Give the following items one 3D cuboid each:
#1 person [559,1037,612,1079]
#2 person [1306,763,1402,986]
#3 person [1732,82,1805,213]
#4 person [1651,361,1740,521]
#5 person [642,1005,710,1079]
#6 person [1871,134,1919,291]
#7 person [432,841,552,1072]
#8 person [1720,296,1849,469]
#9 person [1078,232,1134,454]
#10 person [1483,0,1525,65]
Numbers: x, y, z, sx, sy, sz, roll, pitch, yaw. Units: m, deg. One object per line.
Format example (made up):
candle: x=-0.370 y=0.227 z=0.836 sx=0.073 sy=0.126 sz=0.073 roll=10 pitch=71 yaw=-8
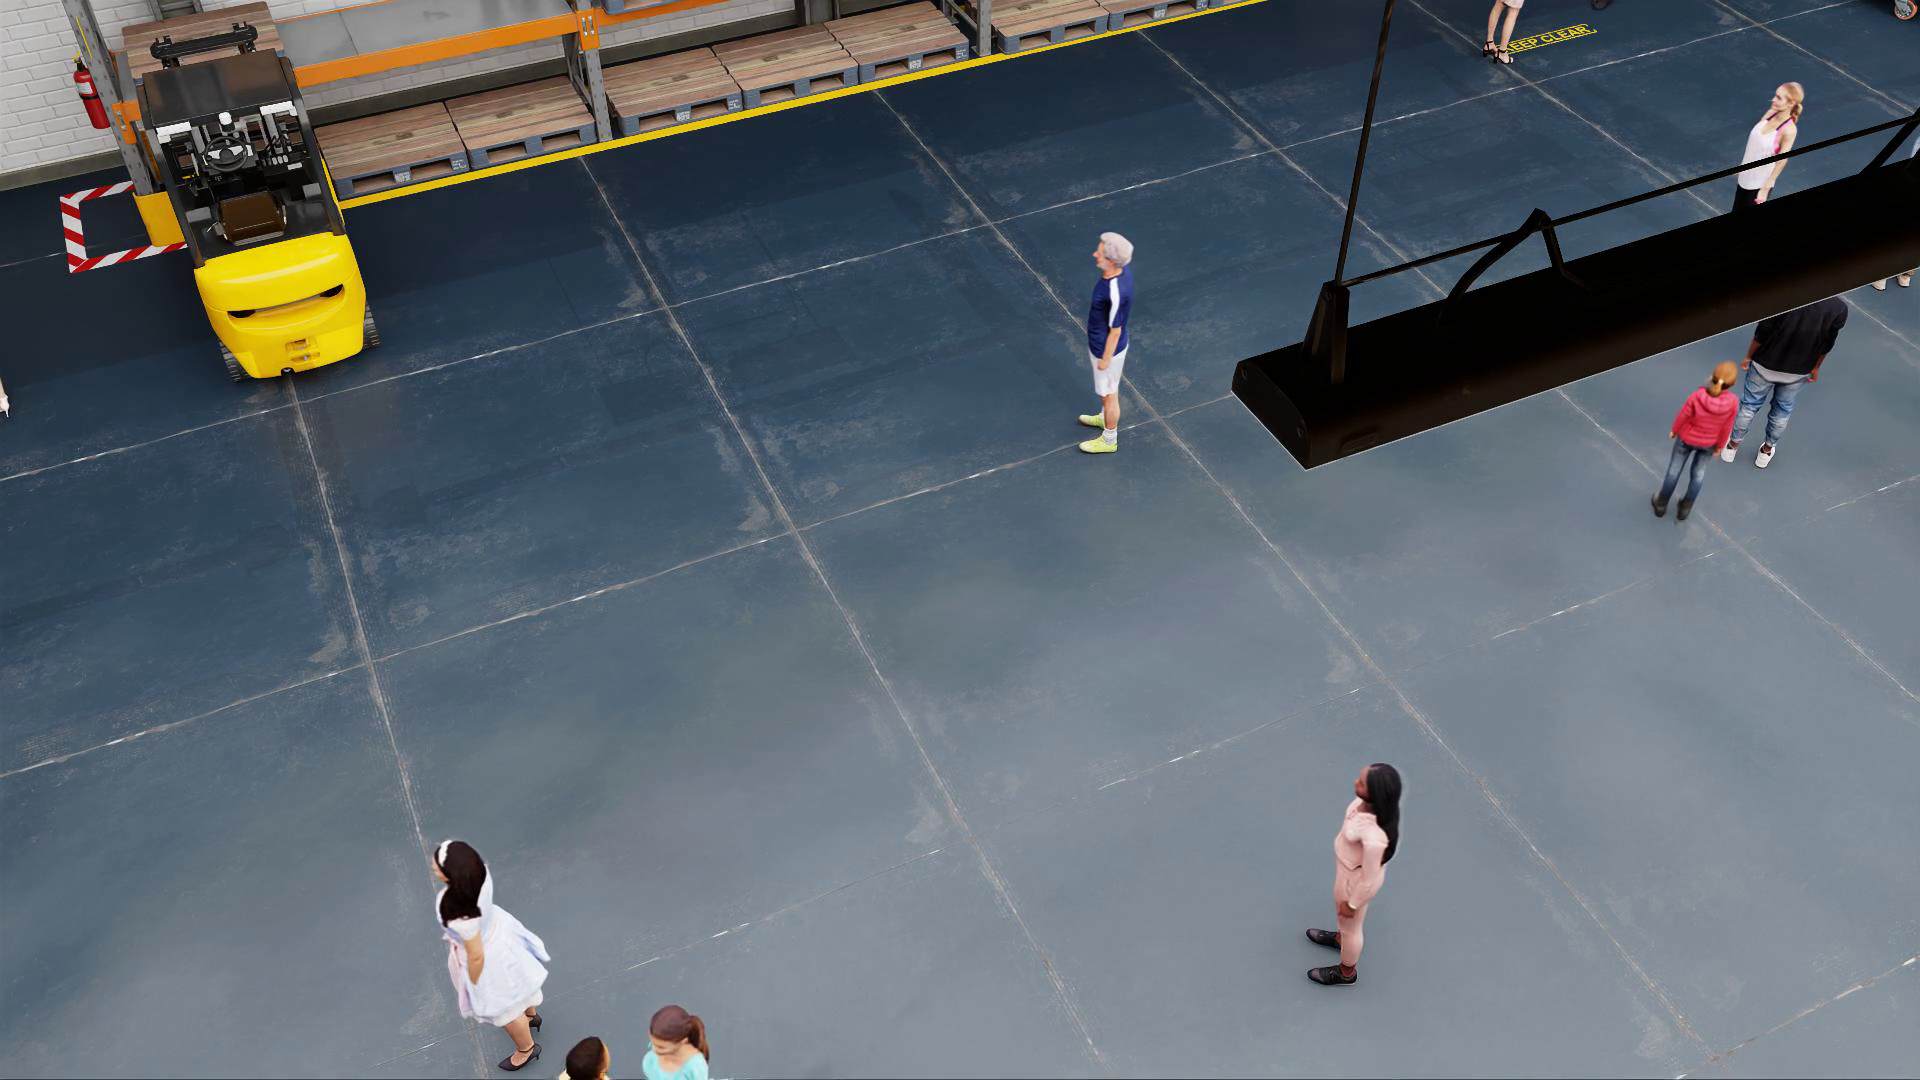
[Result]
person: x=-1.686 y=2.829 z=7.810 sx=0.631 sy=1.452 sz=0.685 roll=19 pitch=47 yaw=18
person: x=2.091 y=1.753 z=8.746 sx=0.716 sy=1.720 sz=0.697 roll=7 pitch=44 yaw=8
person: x=6.527 y=-2.931 z=13.613 sx=0.631 sy=1.788 sz=0.665 roll=-4 pitch=44 yaw=-4
person: x=5.138 y=-0.681 z=11.594 sx=0.586 sy=1.314 sz=0.658 roll=10 pitch=45 yaw=10
person: x=-1.244 y=2.664 z=7.926 sx=0.784 sy=1.532 sz=1.021 roll=34 pitch=53 yaw=30
person: x=7.862 y=-2.854 z=13.516 sx=0.625 sy=1.811 sz=0.800 roll=-4 pitch=44 yaw=-5
person: x=-2.353 y=2.080 z=8.331 sx=0.853 sy=1.818 sz=0.817 roll=-1 pitch=44 yaw=-1
person: x=5.883 y=-1.291 z=11.875 sx=0.775 sy=1.812 sz=0.839 roll=13 pitch=45 yaw=14
person: x=1.072 y=-1.431 z=12.002 sx=0.720 sy=1.838 sz=0.721 roll=3 pitch=44 yaw=3
person: x=5.470 y=-5.581 z=16.378 sx=0.482 sy=1.811 sz=0.559 roll=-18 pitch=47 yaw=-18
